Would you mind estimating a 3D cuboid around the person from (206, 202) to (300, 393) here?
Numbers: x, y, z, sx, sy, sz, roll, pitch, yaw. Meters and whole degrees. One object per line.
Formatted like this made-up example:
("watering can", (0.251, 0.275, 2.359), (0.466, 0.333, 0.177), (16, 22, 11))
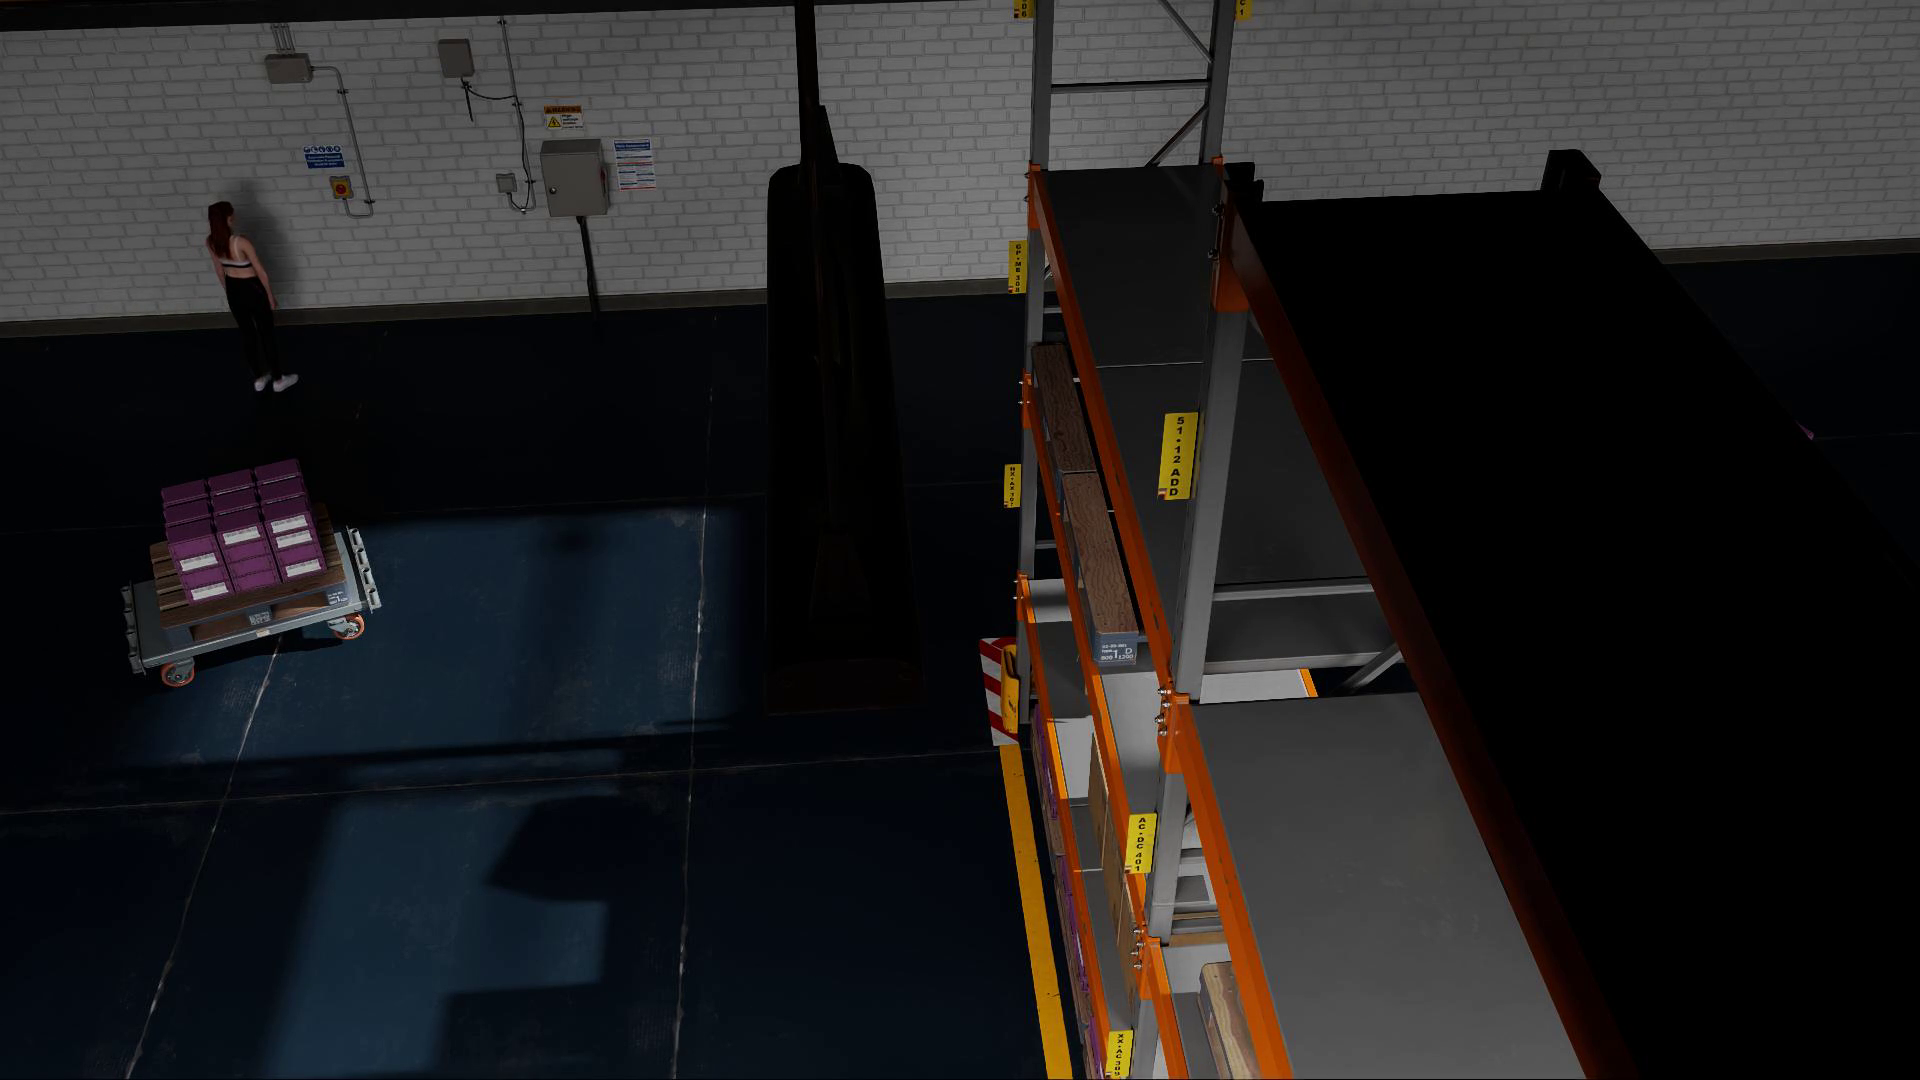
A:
("person", (-6.012, -2.043, 14.011), (0.643, 1.744, 0.603), (8, 39, 10))
